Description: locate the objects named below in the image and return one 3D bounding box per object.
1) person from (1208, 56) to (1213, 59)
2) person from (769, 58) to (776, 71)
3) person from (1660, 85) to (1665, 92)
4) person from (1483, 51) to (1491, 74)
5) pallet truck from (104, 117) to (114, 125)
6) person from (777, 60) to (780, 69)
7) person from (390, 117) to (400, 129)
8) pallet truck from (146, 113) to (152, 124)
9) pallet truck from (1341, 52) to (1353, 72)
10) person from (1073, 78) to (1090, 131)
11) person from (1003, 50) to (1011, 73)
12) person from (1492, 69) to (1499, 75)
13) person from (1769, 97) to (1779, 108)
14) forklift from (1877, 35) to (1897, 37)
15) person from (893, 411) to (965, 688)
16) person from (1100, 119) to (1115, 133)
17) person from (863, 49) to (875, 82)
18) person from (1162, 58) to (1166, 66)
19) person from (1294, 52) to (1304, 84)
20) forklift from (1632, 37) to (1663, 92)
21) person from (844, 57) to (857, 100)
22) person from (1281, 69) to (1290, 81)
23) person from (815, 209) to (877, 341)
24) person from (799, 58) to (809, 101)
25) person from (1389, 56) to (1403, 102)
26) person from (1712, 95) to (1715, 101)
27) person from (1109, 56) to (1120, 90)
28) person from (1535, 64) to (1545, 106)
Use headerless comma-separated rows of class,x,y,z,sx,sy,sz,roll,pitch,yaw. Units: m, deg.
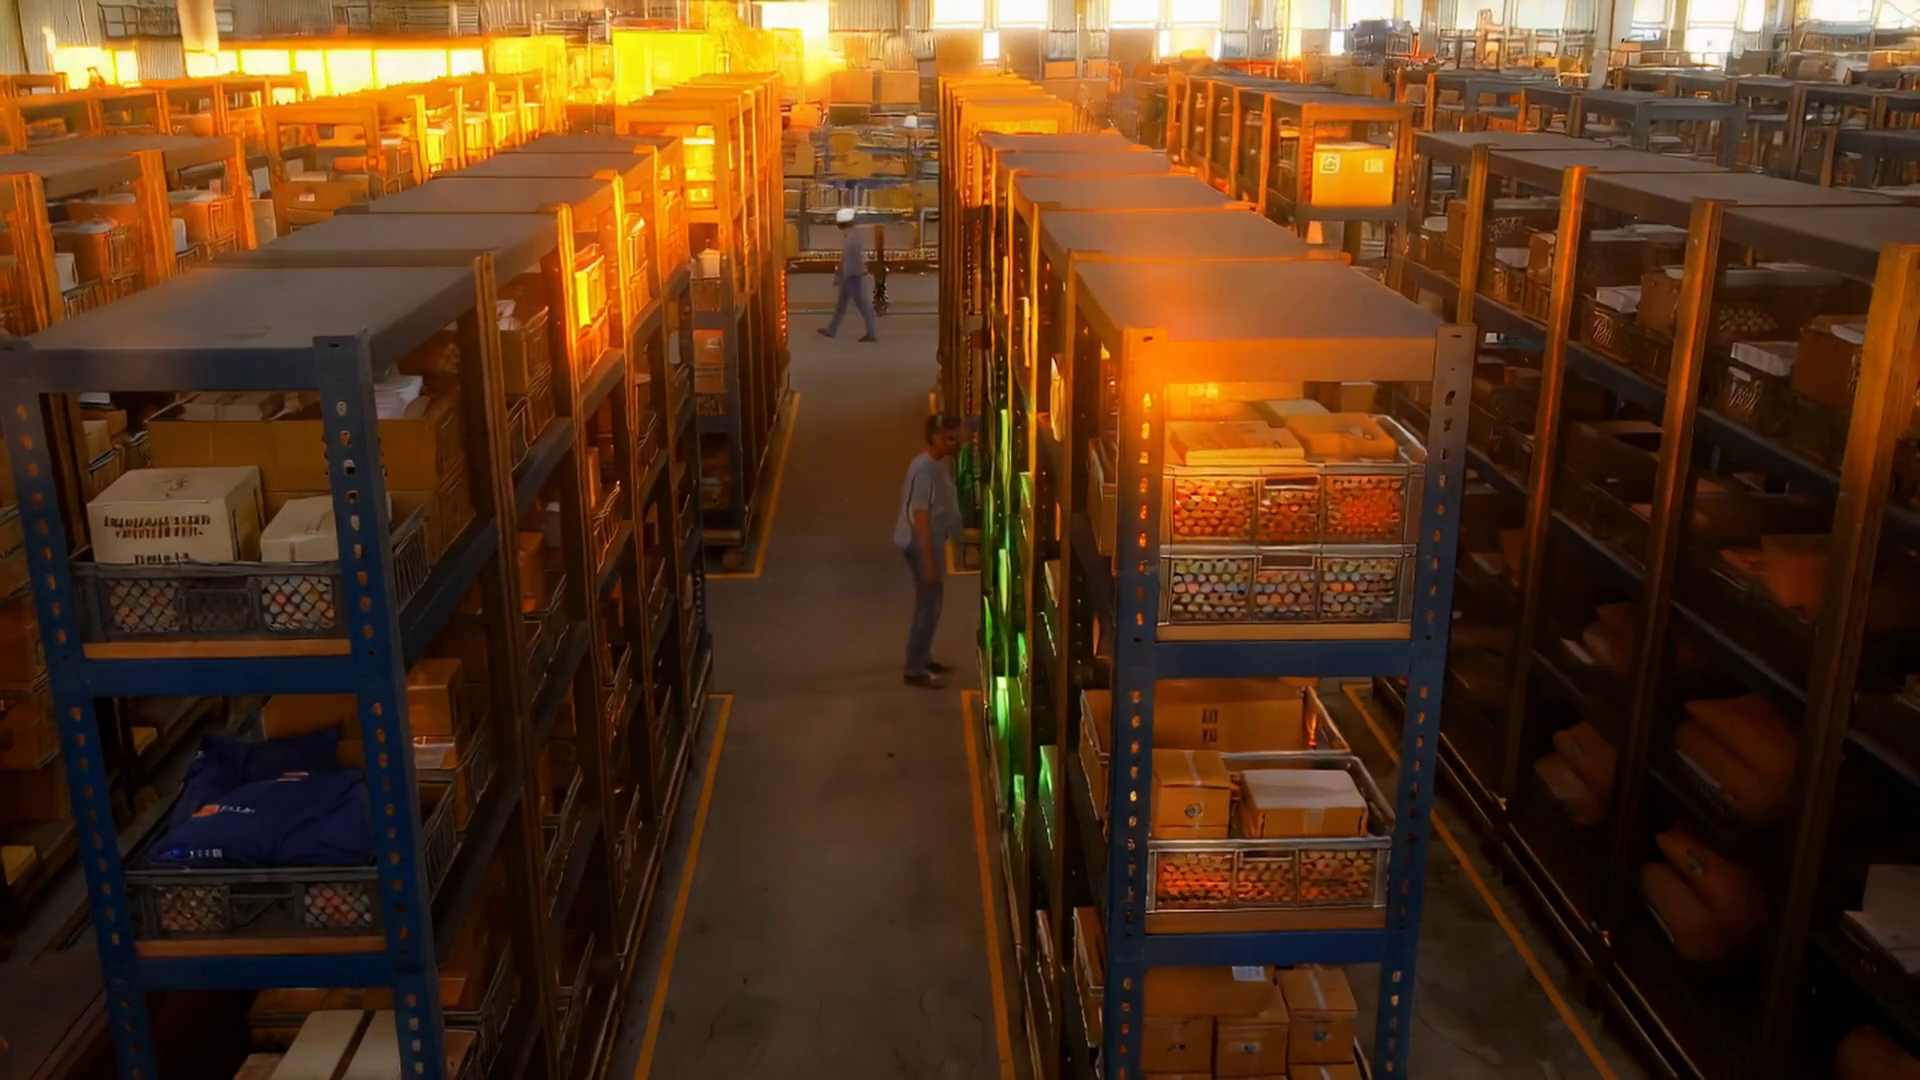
person,11.727,-21.797,78.300,0.989,1.897,0.617,-13,22,-36
person,-9.029,-22.555,80.780,0.512,1.805,0.885,-6,19,-18
person,21.710,-13.146,51.336,0.606,2.023,0.613,-4,18,-11
person,27.443,-24.477,86.620,1.033,1.890,0.641,-1,18,-4
pallet truck,-18.367,-7.885,35.078,1.885,1.965,0.823,1,18,2
person,-10.114,-26.256,92.109,0.476,1.891,0.597,-7,19,-20
person,-18.040,-13.533,52.978,0.486,1.735,0.322,8,19,23
pallet truck,-18.087,-8.309,36.390,1.885,1.965,0.823,-1,18,-4
pallet truck,18.794,-23.123,82.231,0.823,1.965,1.885,-13,22,-35
person,4.209,-15.047,57.550,0.599,1.809,0.773,2,18,6
person,2.609,-26.142,91.872,0.971,1.818,0.540,7,19,22
person,20.036,-16.813,62.813,0.921,1.935,0.611,1,18,3
person,22.231,-11.206,45.540,0.653,1.883,0.723,1,18,2
forklift,44.184,-22.804,79.832,1.129,2.768,1.873,-1,18,-2
person,-0.195,0.053,10.792,0.457,1.822,0.591,2,18,5
person,3.658,-9.481,40.651,0.504,1.600,0.810,7,19,21
person,-5.027,-26.517,93.020,0.685,1.821,0.639,10,20,28
person,9.320,-21.095,76.134,0.573,1.886,0.354,12,21,33
person,17.090,-23.589,83.797,0.588,1.919,0.390,-12,21,-32
forklift,30.734,-21.042,74.377,1.129,2.768,1.873,-1,18,-2
person,-5.082,-21.341,76.858,0.602,1.906,0.584,-4,18,-12
person,12.107,-16.609,62.168,0.362,1.939,0.542,4,18,12
person,-1.492,-3.481,21.892,0.889,1.716,0.541,3,18,8
person,-7.116,-20.955,75.649,0.562,1.917,0.450,-8,20,-23
person,19.490,-20.581,74.295,0.699,2.000,0.704,13,22,34
person,24.967,-14.586,55.932,0.645,1.915,0.661,14,23,37
person,7.310,-21.906,78.670,0.574,1.877,0.354,-5,19,-15
person,24.092,-18.864,69.280,0.511,1.860,0.325,-9,20,-26
